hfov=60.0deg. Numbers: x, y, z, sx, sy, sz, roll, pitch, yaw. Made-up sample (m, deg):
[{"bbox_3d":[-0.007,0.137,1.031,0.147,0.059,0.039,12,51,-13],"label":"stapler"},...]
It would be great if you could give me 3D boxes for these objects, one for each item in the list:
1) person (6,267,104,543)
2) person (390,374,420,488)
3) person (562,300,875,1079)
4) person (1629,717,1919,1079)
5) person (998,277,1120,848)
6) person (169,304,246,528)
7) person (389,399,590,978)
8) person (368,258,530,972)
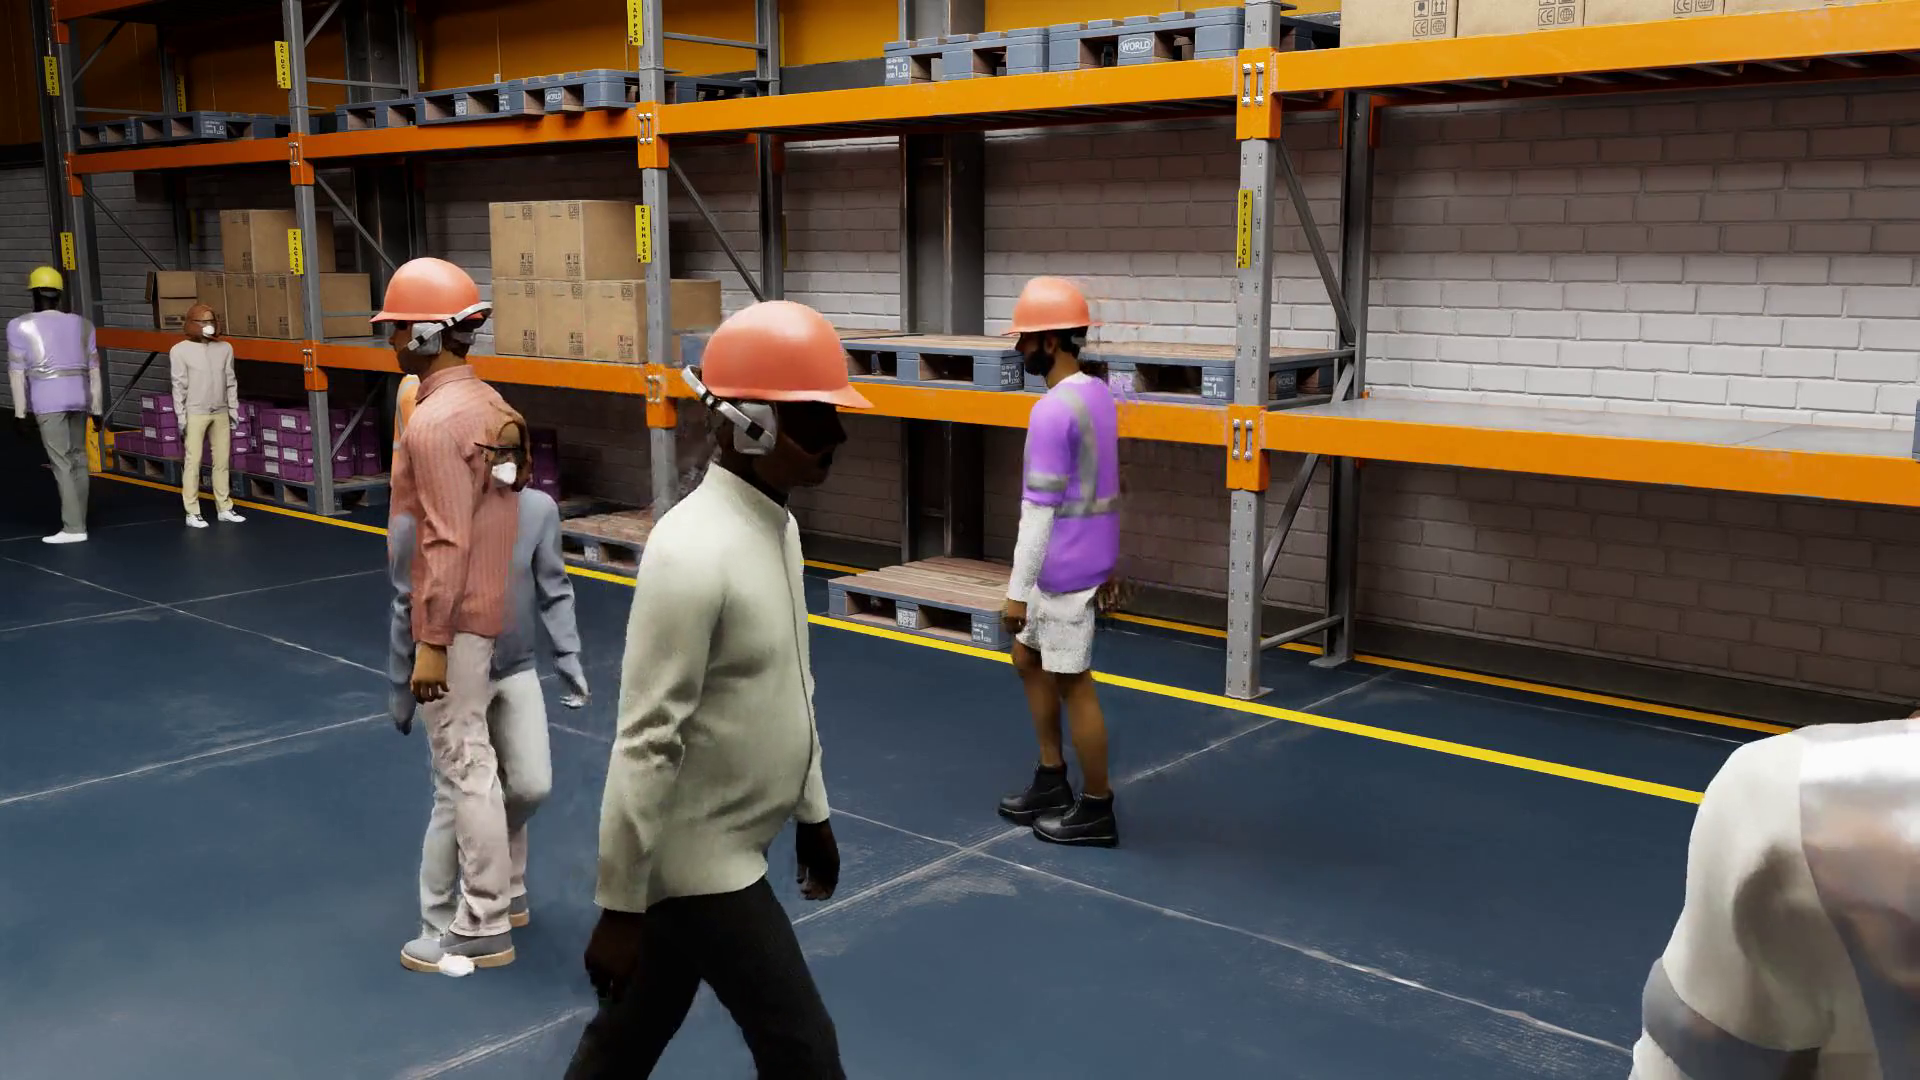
[{"bbox_3d":[-6.256,-0.930,11.533,0.648,1.891,0.596,6,12,31],"label":"person"},{"bbox_3d":[-2.618,-0.244,8.145,0.322,1.696,0.536,-3,10,-16],"label":"person"},{"bbox_3d":[-0.383,0.540,3.016,1.075,1.922,0.631,1,10,4],"label":"person"},{"bbox_3d":[0.915,0.780,1.495,0.630,1.989,1.034,2,10,11],"label":"person"},{"bbox_3d":[0.279,0.090,5.584,0.634,1.919,0.558,4,11,20],"label":"person"},{"bbox_3d":[-5.491,-0.905,12.126,0.284,1.625,0.492,6,12,32],"label":"person"},{"bbox_3d":[-1.370,0.396,4.740,0.458,1.613,0.517,10,14,44],"label":"person"},{"bbox_3d":[-1.429,0.212,4.700,0.385,1.993,0.624,0,10,-3],"label":"person"}]
